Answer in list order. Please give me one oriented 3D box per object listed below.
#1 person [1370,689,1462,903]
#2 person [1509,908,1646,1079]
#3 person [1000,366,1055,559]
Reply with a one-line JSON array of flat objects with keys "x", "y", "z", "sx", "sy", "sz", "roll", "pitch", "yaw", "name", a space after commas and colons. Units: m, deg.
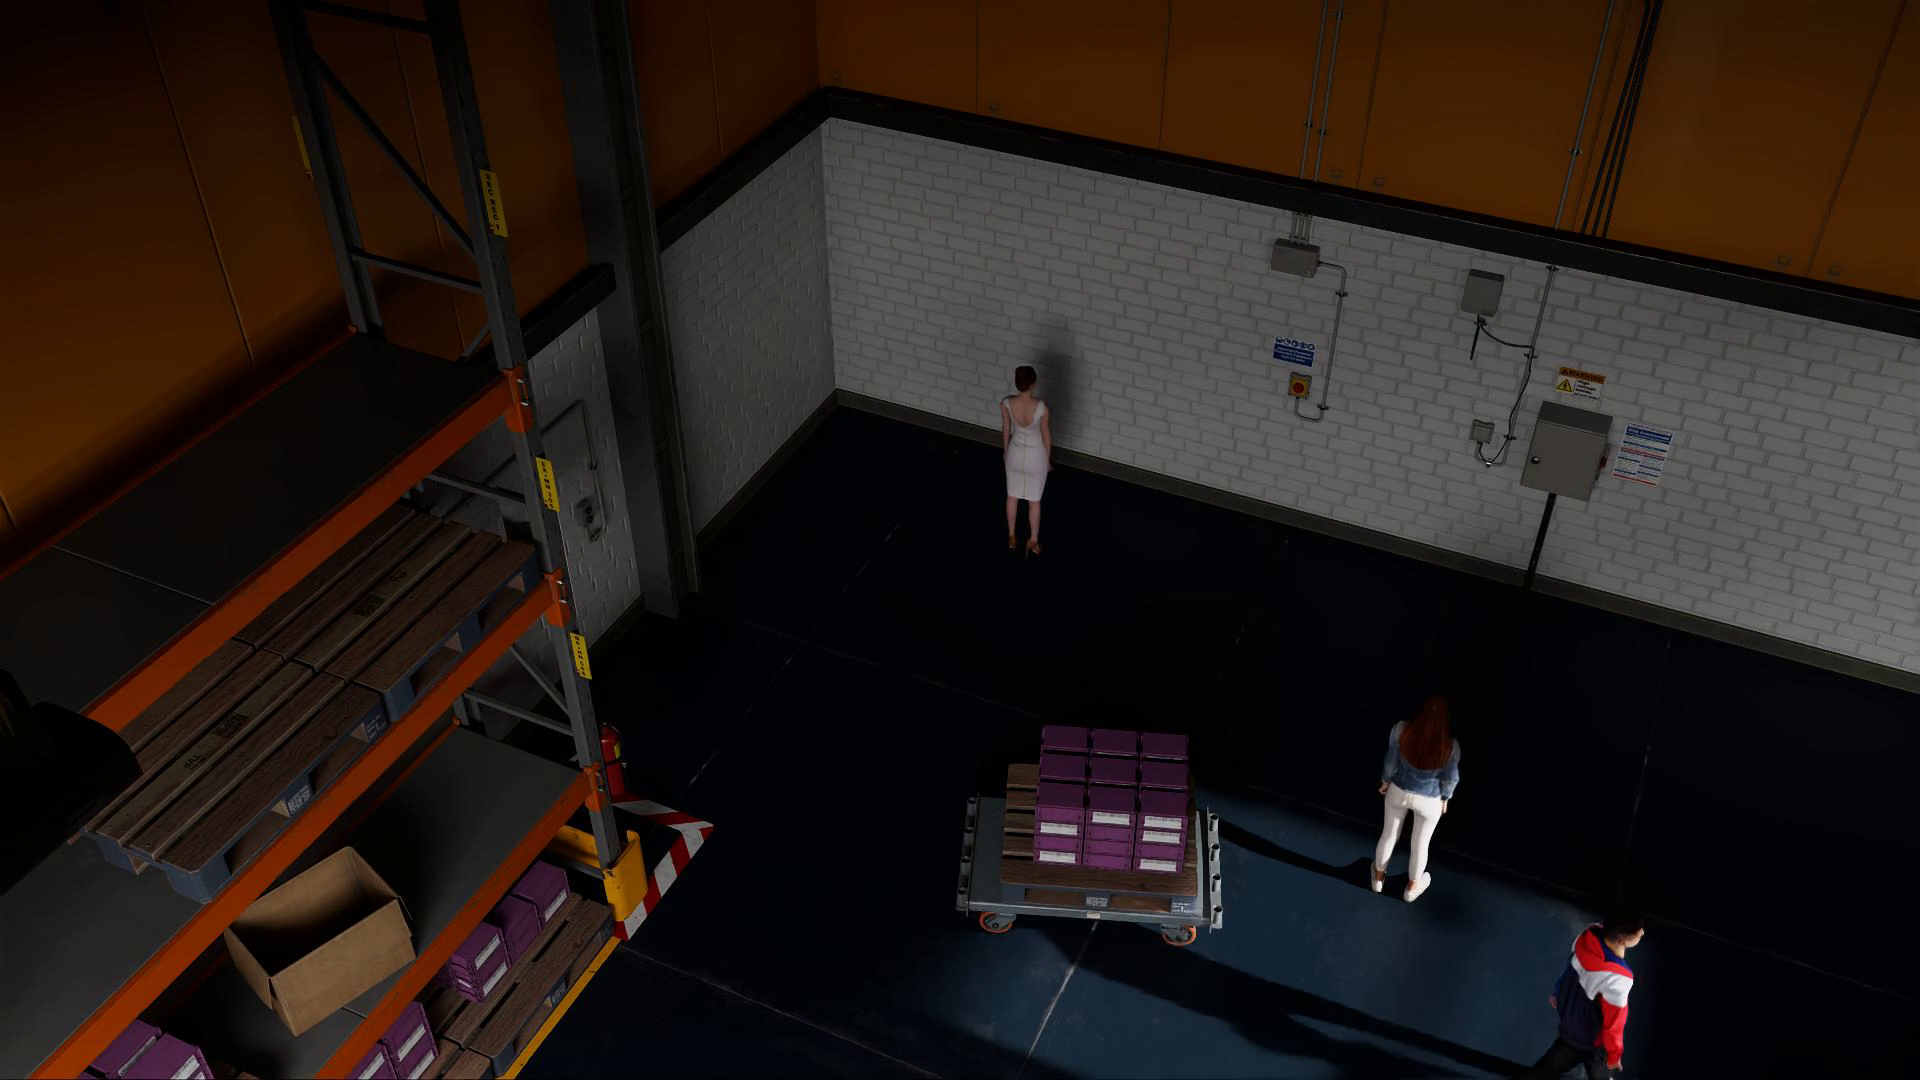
[{"x": 2.821, "y": 1.595, "z": 10.331, "sx": 0.620, "sy": 1.702, "sz": 0.524, "roll": 19, "pitch": 42, "yaw": 22, "name": "person"}, {"x": 3.295, "y": 2.621, "z": 9.039, "sx": 1.033, "sy": 1.711, "sz": 1.207, "roll": 1, "pitch": 39, "yaw": 1, "name": "person"}, {"x": 0.507, "y": -0.618, "z": 13.032, "sx": 0.576, "sy": 1.791, "sz": 0.480, "roll": 15, "pitch": 41, "yaw": 18, "name": "person"}]
